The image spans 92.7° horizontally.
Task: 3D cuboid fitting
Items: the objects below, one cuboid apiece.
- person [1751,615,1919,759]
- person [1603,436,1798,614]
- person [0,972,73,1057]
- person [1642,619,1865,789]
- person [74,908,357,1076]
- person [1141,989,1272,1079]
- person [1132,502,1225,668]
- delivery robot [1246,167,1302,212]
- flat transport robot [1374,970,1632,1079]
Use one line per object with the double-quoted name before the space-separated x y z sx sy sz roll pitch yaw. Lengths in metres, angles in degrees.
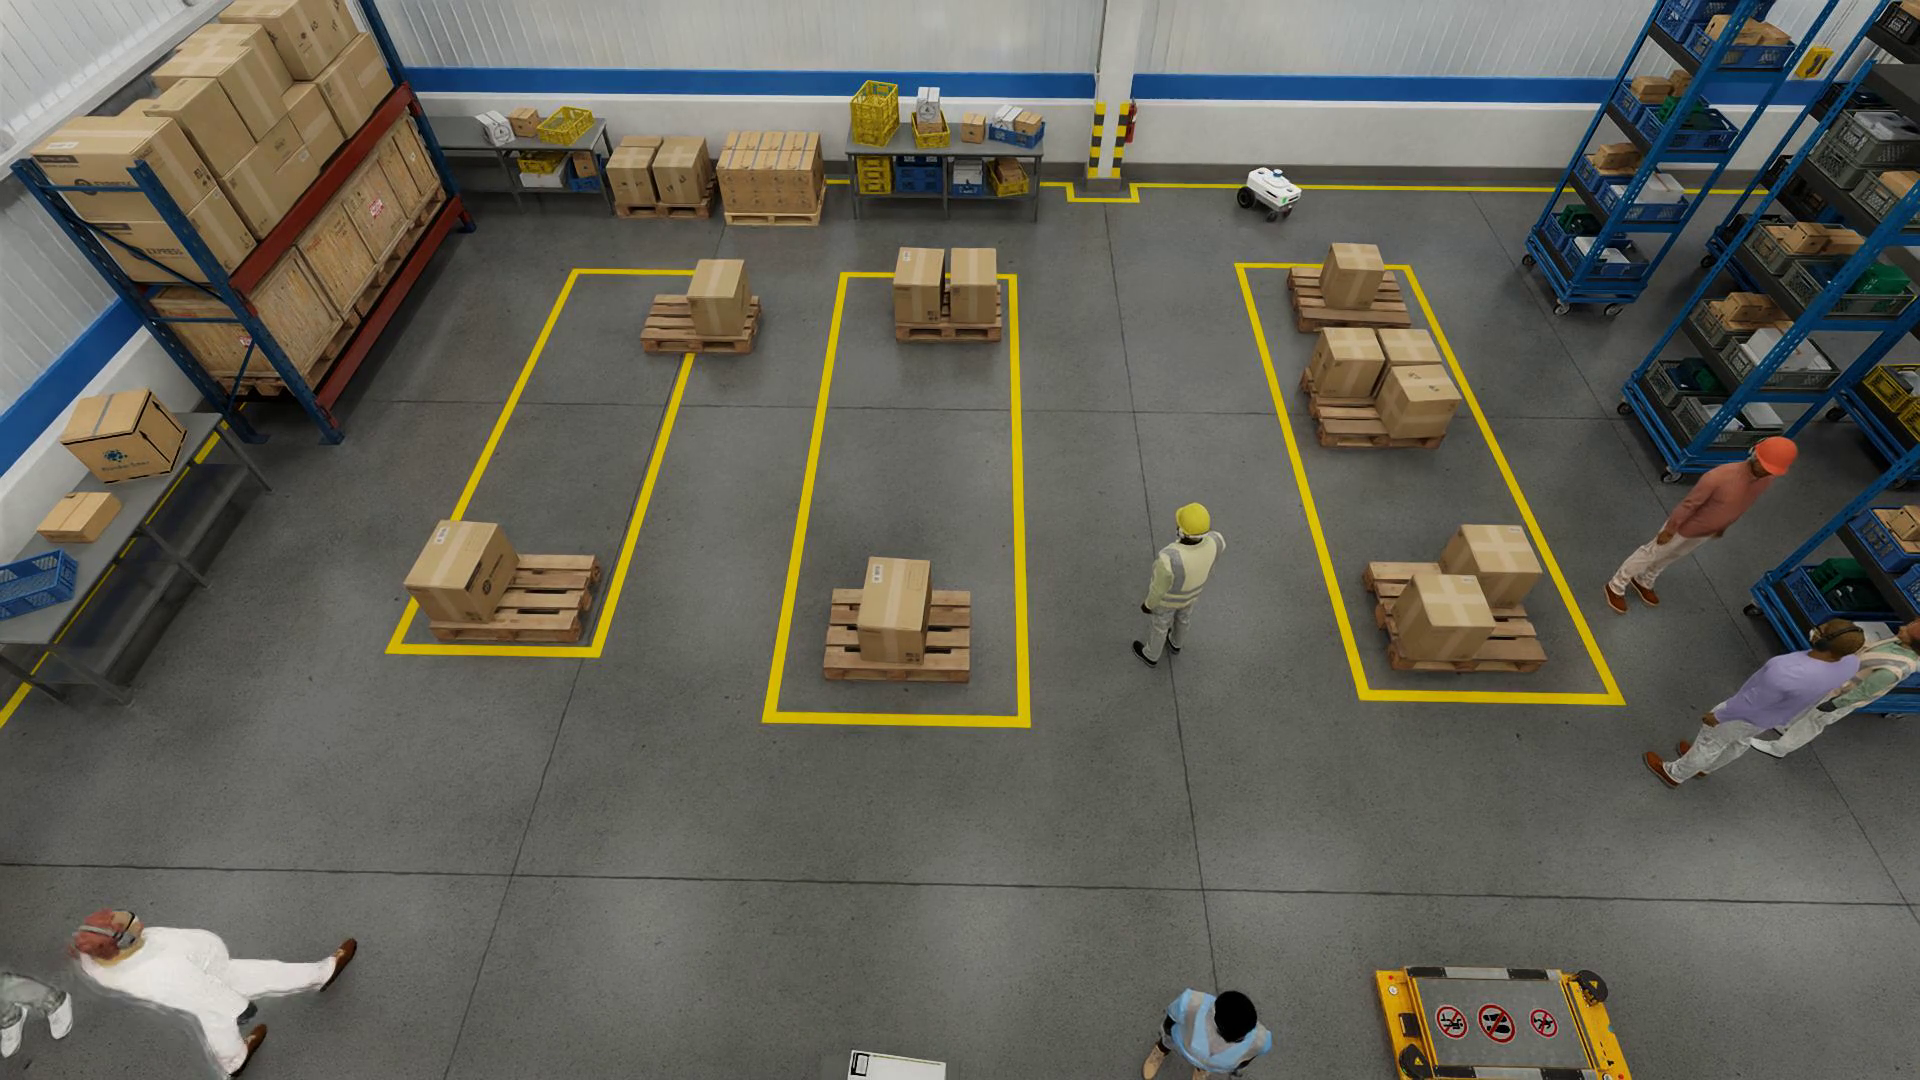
"person" 6.486 1.089 6.702 0.514 1.641 0.309 -37 59 -26
"person" 6.017 -0.117 7.463 0.613 1.991 0.391 -8 51 -6
"person" -6.046 2.569 5.343 0.591 1.890 0.399 -19 53 -15
"person" 5.579 1.183 6.435 0.632 1.938 0.359 -10 52 -8
"person" -4.431 2.544 5.378 0.665 1.866 0.904 11 52 8
"person" 1.390 2.868 5.215 0.541 1.697 0.315 20 54 16
"person" 1.683 0.367 7.168 0.599 1.830 0.404 -23 54 -18
"delivery robot" 4.094 -4.591 11.971 0.477 0.478 0.707 -27 56 -20
"flat transport robot" 3.501 3.133 5.914 1.431 0.197 0.652 1 51 1
